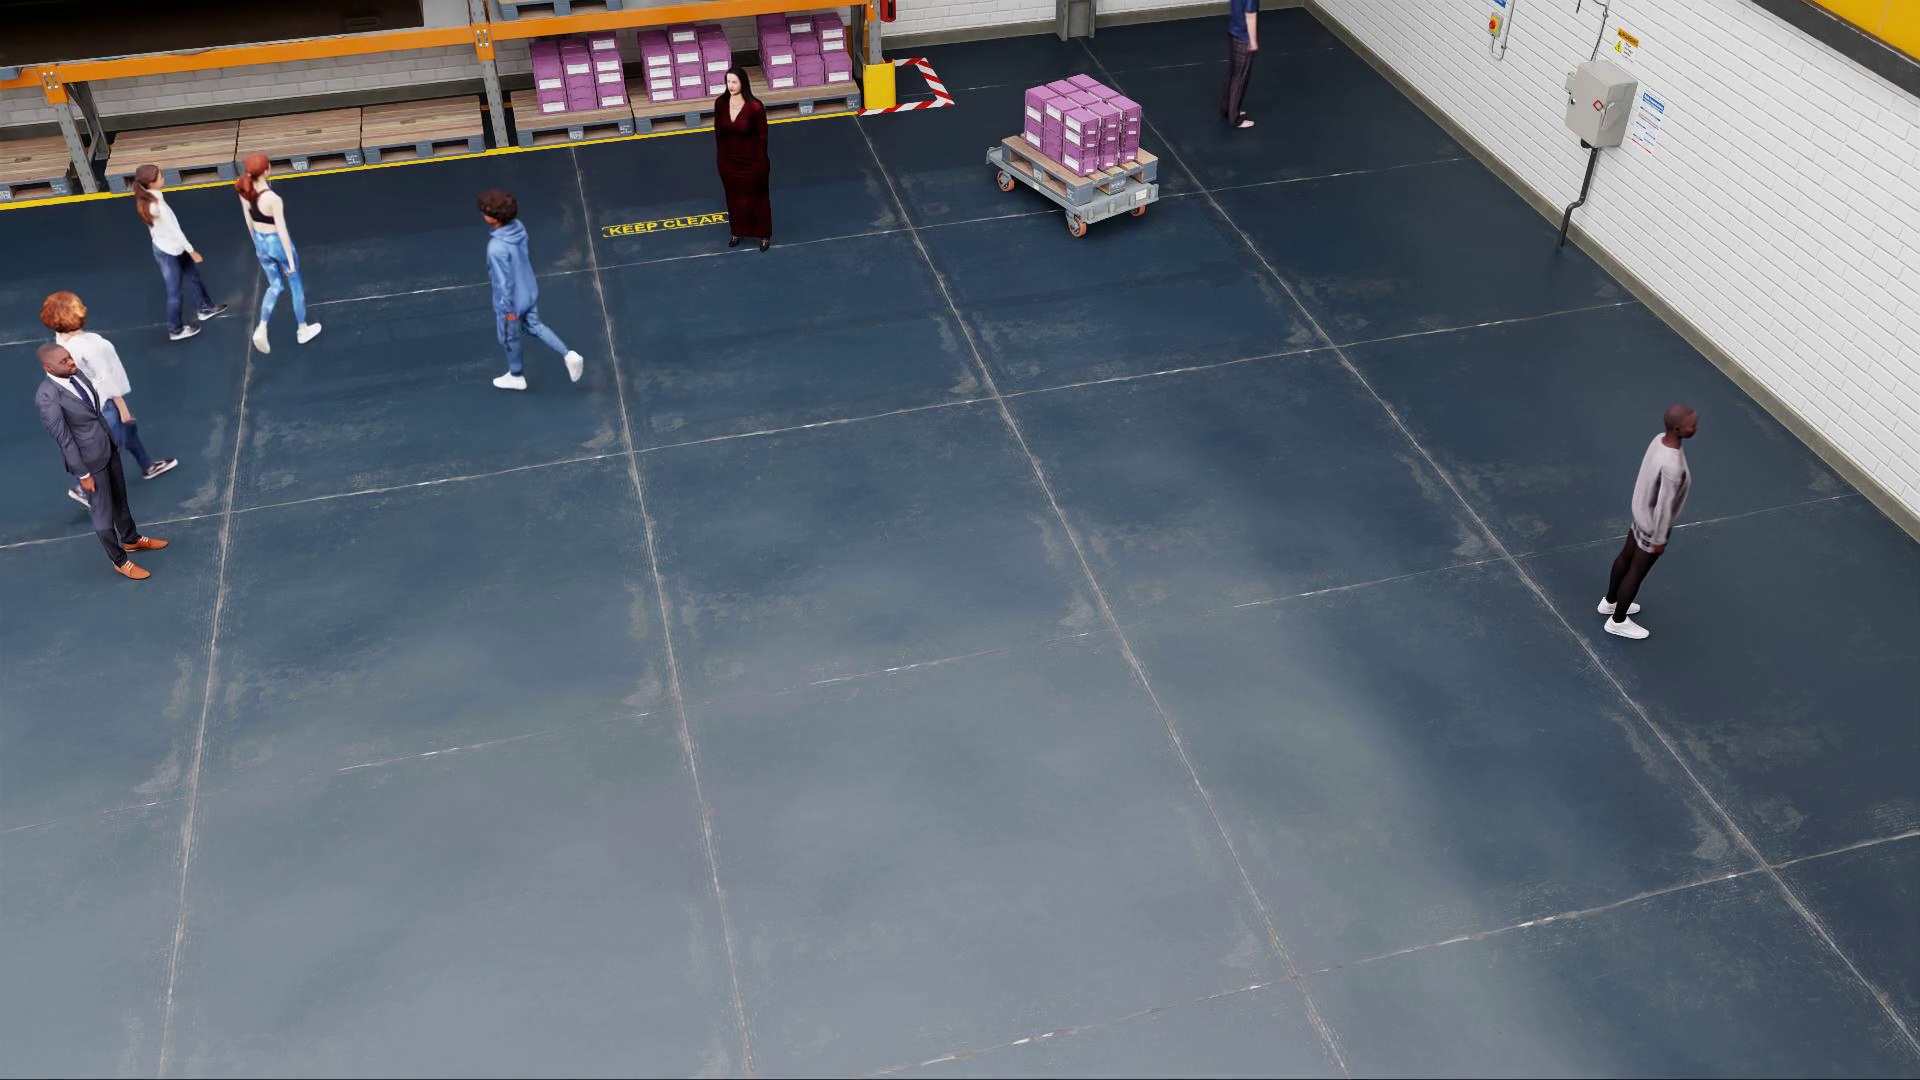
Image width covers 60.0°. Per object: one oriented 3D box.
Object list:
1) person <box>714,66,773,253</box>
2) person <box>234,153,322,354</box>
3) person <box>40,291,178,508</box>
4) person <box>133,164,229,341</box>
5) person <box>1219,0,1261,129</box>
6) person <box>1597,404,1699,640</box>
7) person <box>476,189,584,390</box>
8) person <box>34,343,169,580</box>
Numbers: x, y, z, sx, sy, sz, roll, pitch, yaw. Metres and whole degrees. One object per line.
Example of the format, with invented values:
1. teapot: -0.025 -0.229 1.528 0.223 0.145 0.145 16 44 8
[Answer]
1. person: -1.970 -3.470 15.130 0.713 1.758 0.820 10 40 12
2. person: -5.665 -2.298 13.657 0.996 1.765 0.958 11 40 13
3. person: -6.331 -1.008 12.106 1.016 1.685 1.173 28 47 31
4. person: -6.710 -2.383 13.949 0.869 1.532 0.708 -27 46 -30
5. person: 2.911 -5.229 17.243 0.581 1.870 0.670 -6 39 -7
6. person: 4.538 -0.142 10.952 0.667 1.771 0.687 5 39 6
7. person: -3.455 -1.957 13.211 1.126 1.789 0.984 10 40 12
8. person: -5.975 -0.574 11.451 0.697 1.824 0.751 0 39 0
